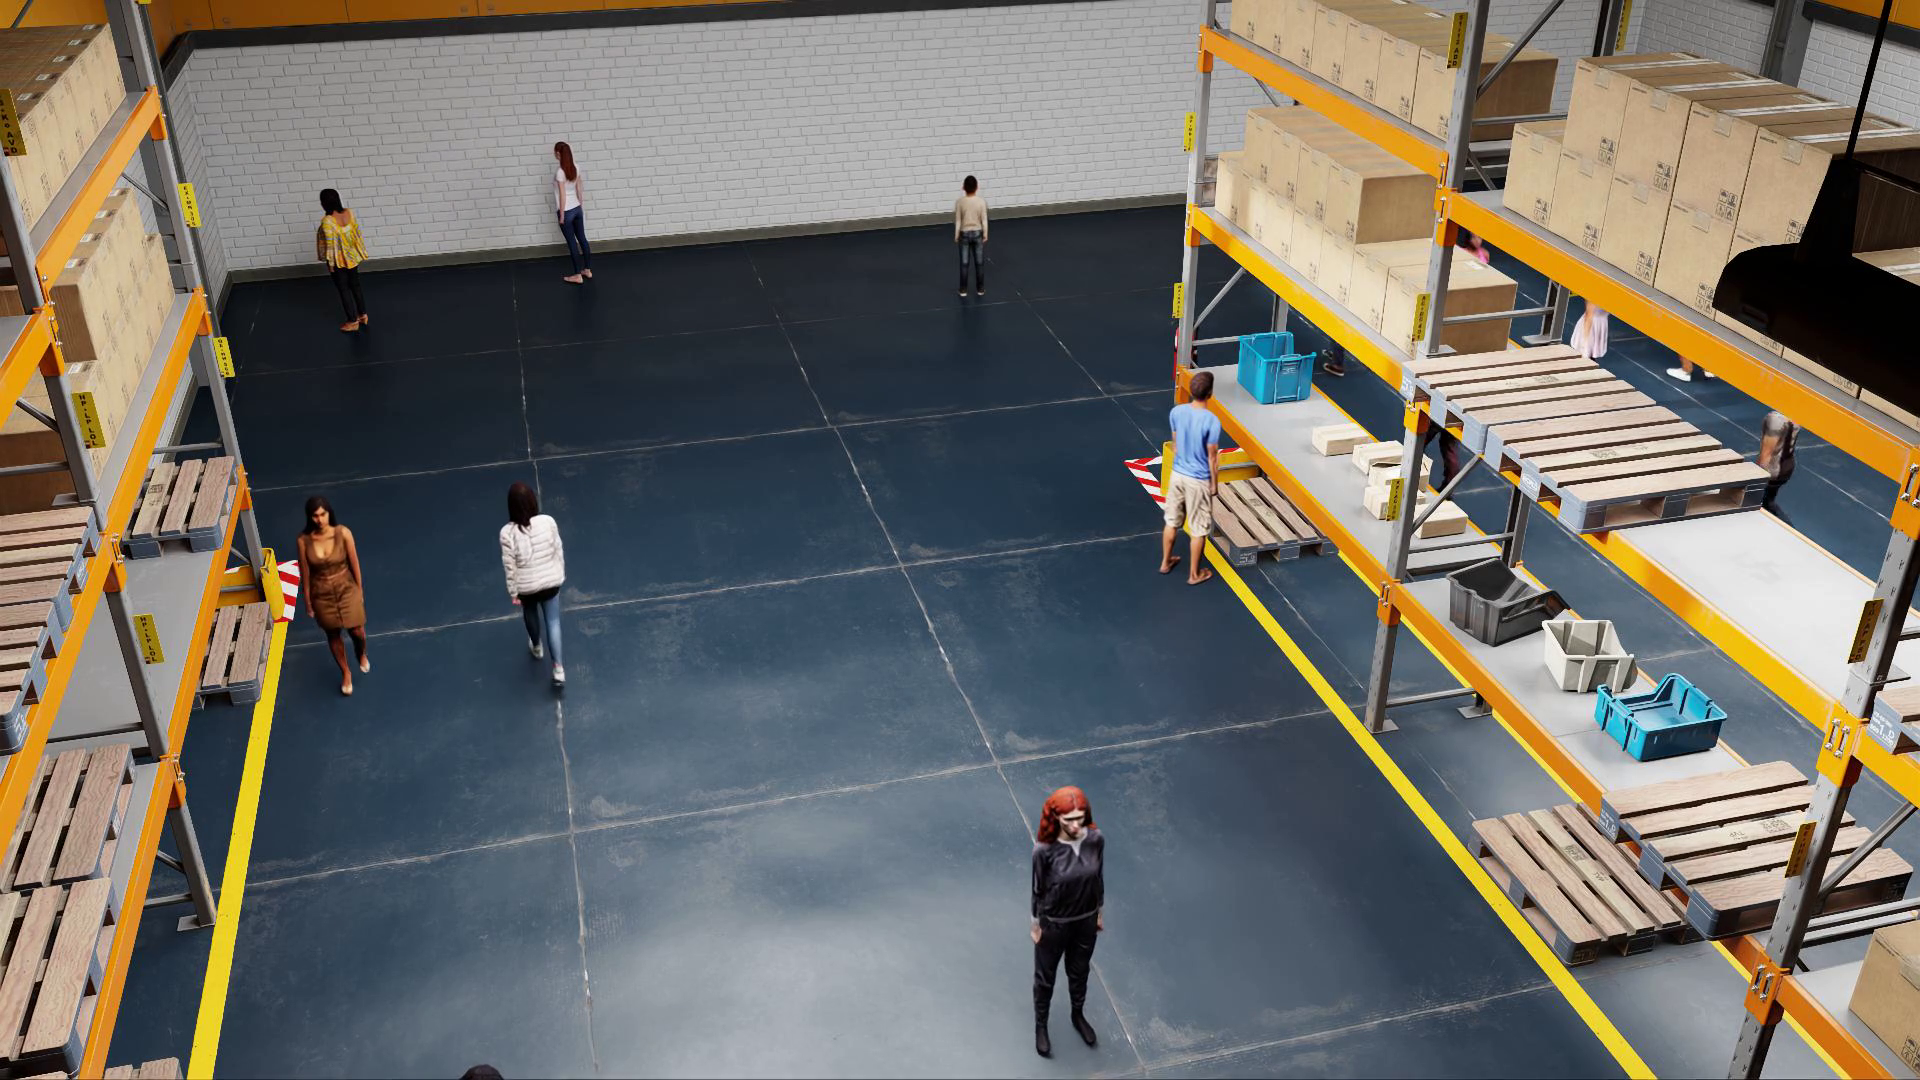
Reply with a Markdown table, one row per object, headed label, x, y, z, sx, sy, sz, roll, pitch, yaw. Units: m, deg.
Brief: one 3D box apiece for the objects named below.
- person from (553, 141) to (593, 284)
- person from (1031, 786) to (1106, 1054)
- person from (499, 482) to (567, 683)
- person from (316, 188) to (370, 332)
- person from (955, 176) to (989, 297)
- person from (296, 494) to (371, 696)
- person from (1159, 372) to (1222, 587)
| label | x | y | z | sx | sy | sz | roll | pitch | yaw |
| --- | --- | --- | --- | --- | --- | --- | --- | --- | --- |
| person | -4.795 | -4.045 | 20.511 | 0.706 | 1.737 | 0.643 | 14 | 32 | 25 |
| person | 0.589 | 2.089 | 9.222 | 0.577 | 1.779 | 0.498 | -9 | 30 | -17 |
| person | -3.184 | 0.344 | 12.601 | 0.655 | 1.607 | 1.065 | -9 | 30 | -16 |
| person | -7.090 | -3.224 | 19.093 | 0.929 | 1.654 | 0.858 | 8 | 30 | 14 |
| person | 0.130 | -3.677 | 20.122 | 0.592 | 1.463 | 0.549 | -2 | 29 | -4 |
| person | -4.695 | 0.380 | 12.460 | 0.582 | 1.679 | 0.645 | -9 | 30 | -16 |
| person | 1.942 | -0.528 | 13.935 | 0.677 | 1.860 | 0.783 | 23 | 36 | 36 |
